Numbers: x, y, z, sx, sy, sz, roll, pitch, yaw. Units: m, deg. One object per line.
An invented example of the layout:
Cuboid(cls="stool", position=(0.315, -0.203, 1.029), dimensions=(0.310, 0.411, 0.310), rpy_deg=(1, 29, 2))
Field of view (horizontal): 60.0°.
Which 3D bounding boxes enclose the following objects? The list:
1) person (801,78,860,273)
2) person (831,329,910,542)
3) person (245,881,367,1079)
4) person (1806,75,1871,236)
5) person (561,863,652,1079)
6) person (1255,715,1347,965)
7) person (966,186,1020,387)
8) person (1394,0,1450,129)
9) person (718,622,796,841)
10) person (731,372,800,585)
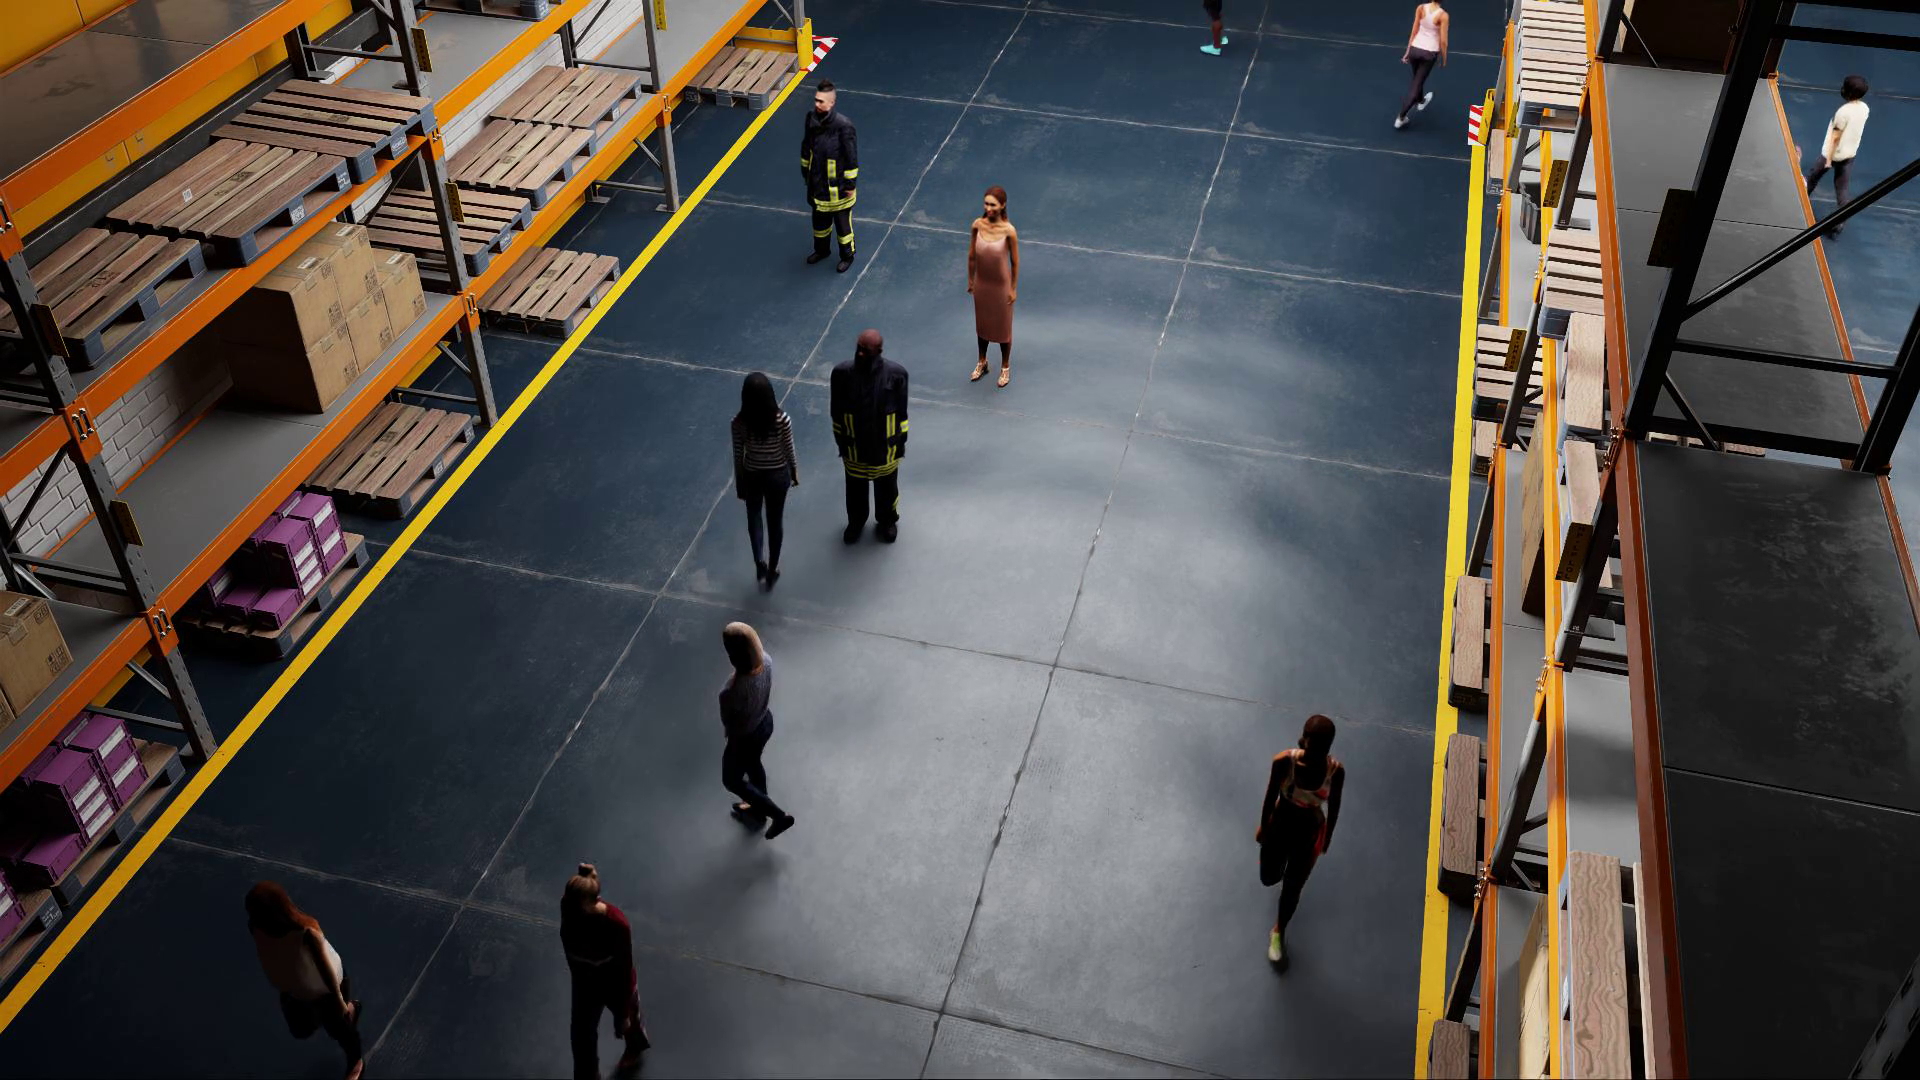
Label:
Cuboid(cls="person", position=(-1.221, -3.447, 15.686), dimensions=(0.838, 1.861, 0.803), rpy_deg=(21, 43, 24))
Cuboid(cls="person", position=(-0.667, -0.809, 12.415), dimensions=(0.799, 1.820, 0.745), rpy_deg=(1, 39, 1))
Cuboid(cls="person", position=(-3.332, 2.252, 8.674), dimensions=(0.586, 1.706, 0.741), rpy_deg=(9, 40, 11))
Cuboid(cls="person", position=(8.649, -3.724, 16.283), dimensions=(0.921, 1.548, 1.074), rpy_deg=(-12, 40, -14))
Cuboid(cls="person", position=(-1.813, 2.244, 8.704), dimensions=(0.668, 1.681, 0.865), rpy_deg=(13, 40, 16))
Cuboid(cls="person", position=(1.902, 1.599, 9.433), dimensions=(0.571, 1.779, 0.873), rpy_deg=(9, 40, 11))
Cuboid(cls="person", position=(0.292, -2.148, 14.083), dimensions=(0.618, 1.832, 0.542), rpy_deg=(15, 41, 18))
Cuboid(cls="person", position=(5.018, -5.270, 18.162), dimensions=(0.911, 1.618, 1.083), rpy_deg=(31, 48, 33))
Cuboid(cls="person", position=(-1.210, 1.185, 10.007), dimensions=(0.705, 1.709, 0.702), rpy_deg=(16, 41, 19))
Cuboid(cls="person", position=(-1.382, -0.354, 11.876), dimensions=(0.698, 1.782, 0.755), rpy_deg=(-2, 39, -3))
